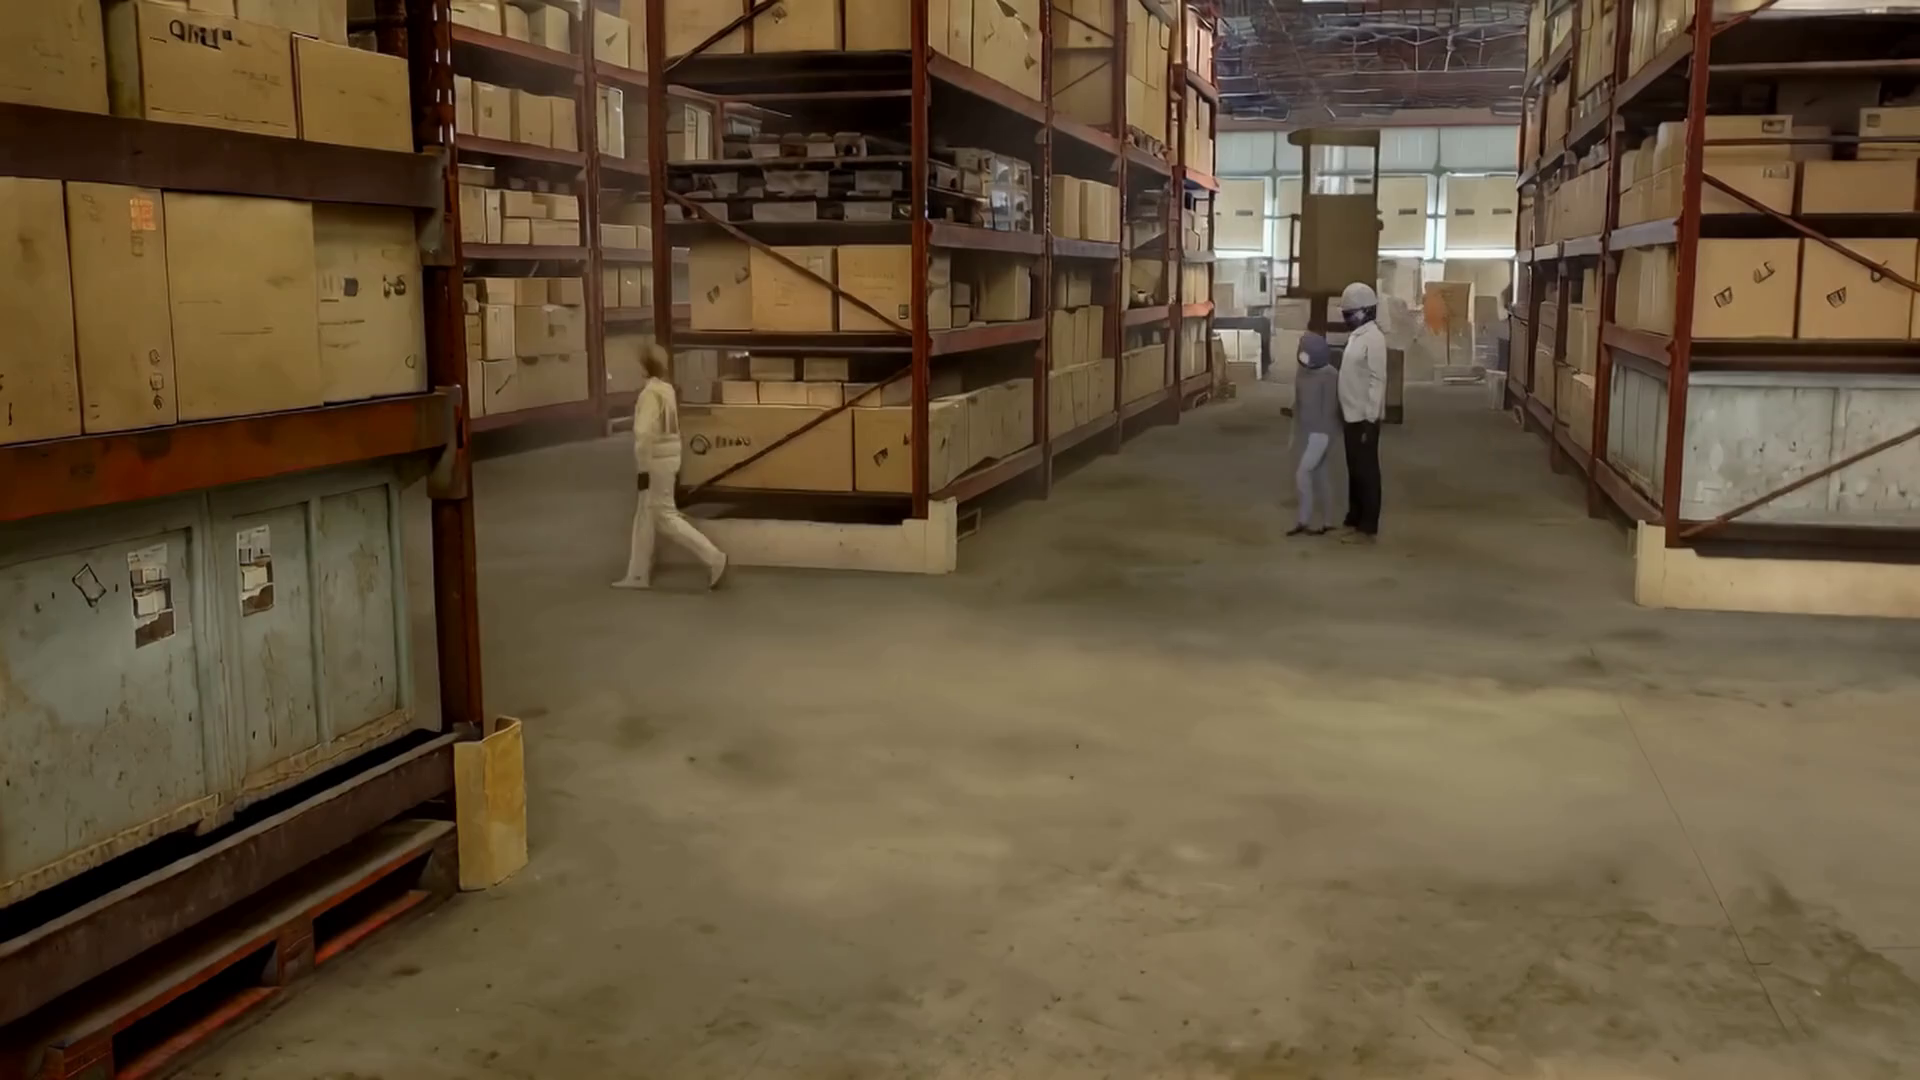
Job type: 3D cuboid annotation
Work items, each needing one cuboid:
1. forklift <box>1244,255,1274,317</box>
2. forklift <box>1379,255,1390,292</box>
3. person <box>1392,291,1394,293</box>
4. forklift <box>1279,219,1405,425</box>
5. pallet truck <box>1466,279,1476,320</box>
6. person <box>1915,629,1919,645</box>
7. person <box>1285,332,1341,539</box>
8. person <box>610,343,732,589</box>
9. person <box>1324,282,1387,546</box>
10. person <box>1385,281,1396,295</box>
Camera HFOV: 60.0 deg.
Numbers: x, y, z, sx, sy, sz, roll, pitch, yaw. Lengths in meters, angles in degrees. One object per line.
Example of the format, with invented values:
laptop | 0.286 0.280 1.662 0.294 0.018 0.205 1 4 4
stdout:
forklift | 10.478 -8.583 58.304 1.129 2.768 1.873 0 9 -1
forklift | 14.233 -8.404 57.165 1.129 2.768 1.873 -2 9 -13
person | 14.435 -7.567 55.844 0.728 1.608 0.526 0 9 -2
forklift | 5.323 -3.026 22.996 1.129 2.768 1.873 -2 9 -10
pallet truck | 18.896 -8.459 60.307 1.885 1.965 0.823 5 10 31
person | 5.071 -0.124 7.900 0.712 1.826 0.634 3 9 16
person | 2.719 -0.803 12.893 0.629 1.604 0.516 -2 9 -12
person | -1.881 -0.463 10.724 0.760 1.616 0.514 0 9 0
person | 3.021 -0.946 12.603 0.392 1.990 0.612 -1 9 -3
person | 13.835 -7.315 53.288 0.598 1.919 0.638 5 10 29
